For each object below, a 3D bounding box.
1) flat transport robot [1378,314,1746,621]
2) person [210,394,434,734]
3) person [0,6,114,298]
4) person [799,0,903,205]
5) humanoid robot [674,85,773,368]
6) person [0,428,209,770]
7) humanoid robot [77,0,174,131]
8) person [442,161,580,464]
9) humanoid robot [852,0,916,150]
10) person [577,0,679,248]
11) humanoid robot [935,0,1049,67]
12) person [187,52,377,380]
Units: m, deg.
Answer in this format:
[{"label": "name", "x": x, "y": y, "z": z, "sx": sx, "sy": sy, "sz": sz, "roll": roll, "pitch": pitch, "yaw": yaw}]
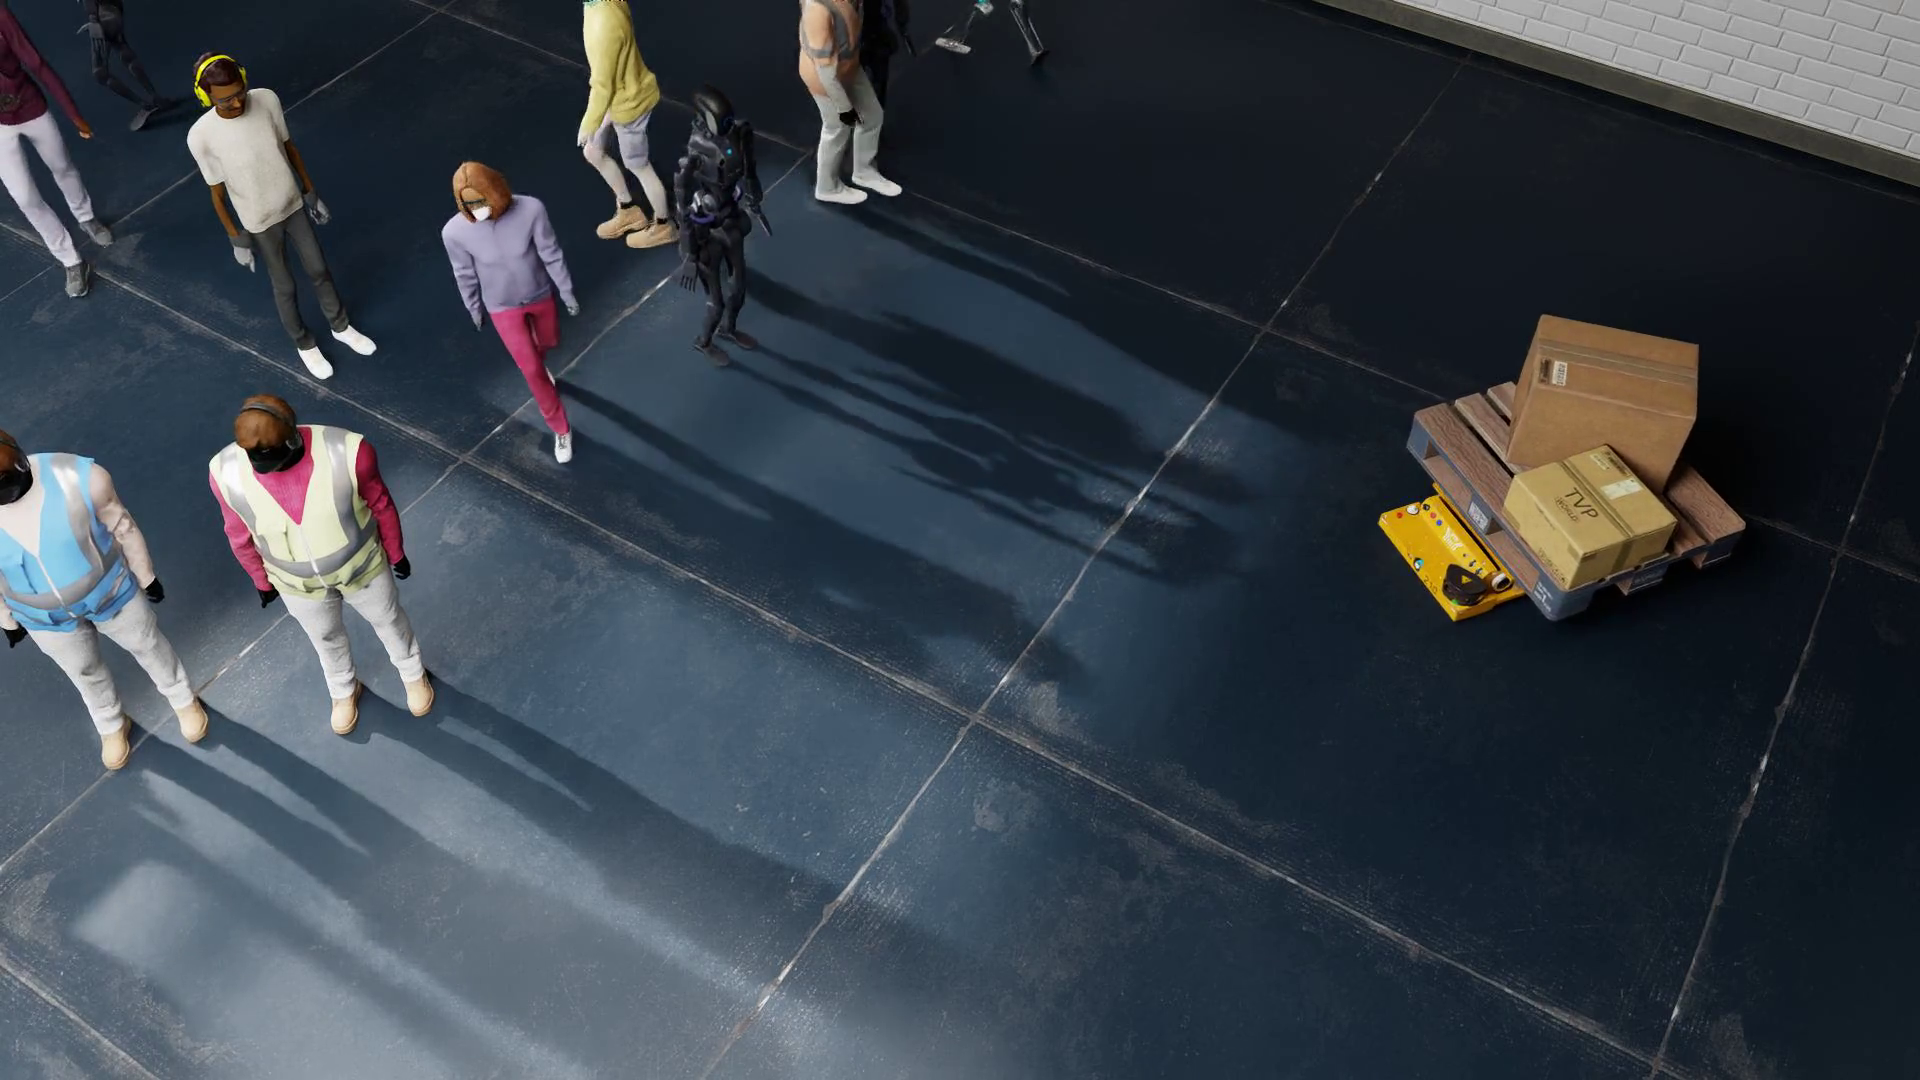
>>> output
[{"label": "flat transport robot", "x": 2.789, "y": -0.106, "z": 7.908, "sx": 1.431, "sy": 0.231, "sz": 0.659, "roll": -17, "pitch": 51, "yaw": -15}, {"label": "person", "x": -2.534, "y": 0.106, "z": 6.680, "sx": 0.633, "sy": 1.839, "sz": 0.429, "roll": -12, "pitch": 50, "yaw": -10}, {"label": "person", "x": -4.893, "y": -2.170, "z": 8.630, "sx": 0.623, "sy": 1.898, "sz": 0.841, "roll": -24, "pitch": 53, "yaw": -19}, {"label": "person", "x": -0.585, "y": -2.515, "z": 8.940, "sx": 0.620, "sy": 1.880, "sz": 0.674, "roll": 8, "pitch": 49, "yaw": 7}, {"label": "humanoid robot", "x": -1.203, "y": -1.560, "z": 8.252, "sx": 0.370, "sy": 1.644, "sz": 0.590, "roll": 29, "pitch": 55, "yaw": 23}, {"label": "person", "x": -3.492, "y": 0.227, "z": 6.574, "sx": 0.632, "sy": 1.839, "sz": 0.429, "roll": -19, "pitch": 52, "yaw": -16}, {"label": "humanoid robot", "x": -5.015, "y": -3.147, "z": 9.629, "sx": 0.353, "sy": 1.644, "sz": 0.606, "roll": -19, "pitch": 52, "yaw": -16}, {"label": "person", "x": -2.116, "y": -1.165, "z": 7.942, "sx": 0.506, "sy": 1.590, "sz": 0.745, "roll": -23, "pitch": 53, "yaw": -19}, {"label": "humanoid robot", "x": -0.539, "y": -2.810, "z": 9.346, "sx": 0.612, "sy": 1.638, "sz": 0.501, "roll": -30, "pitch": 55, "yaw": -23}, {"label": "person", "x": -1.854, "y": -2.287, "z": 8.758, "sx": 0.593, "sy": 1.863, "sz": 0.466, "roll": -11, "pitch": 50, "yaw": -10}, {"label": "humanoid robot", "x": 0.214, "y": -3.642, "z": 10.046, "sx": 0.897, "sy": 1.808, "sz": 0.554, "roll": 25, "pitch": 54, "yaw": 21}, {"label": "person", "x": -3.340, "y": -1.574, "z": 8.142, "sx": 0.352, "sy": 1.856, "sz": 0.521, "roll": 30, "pitch": 55, "yaw": 23}]
